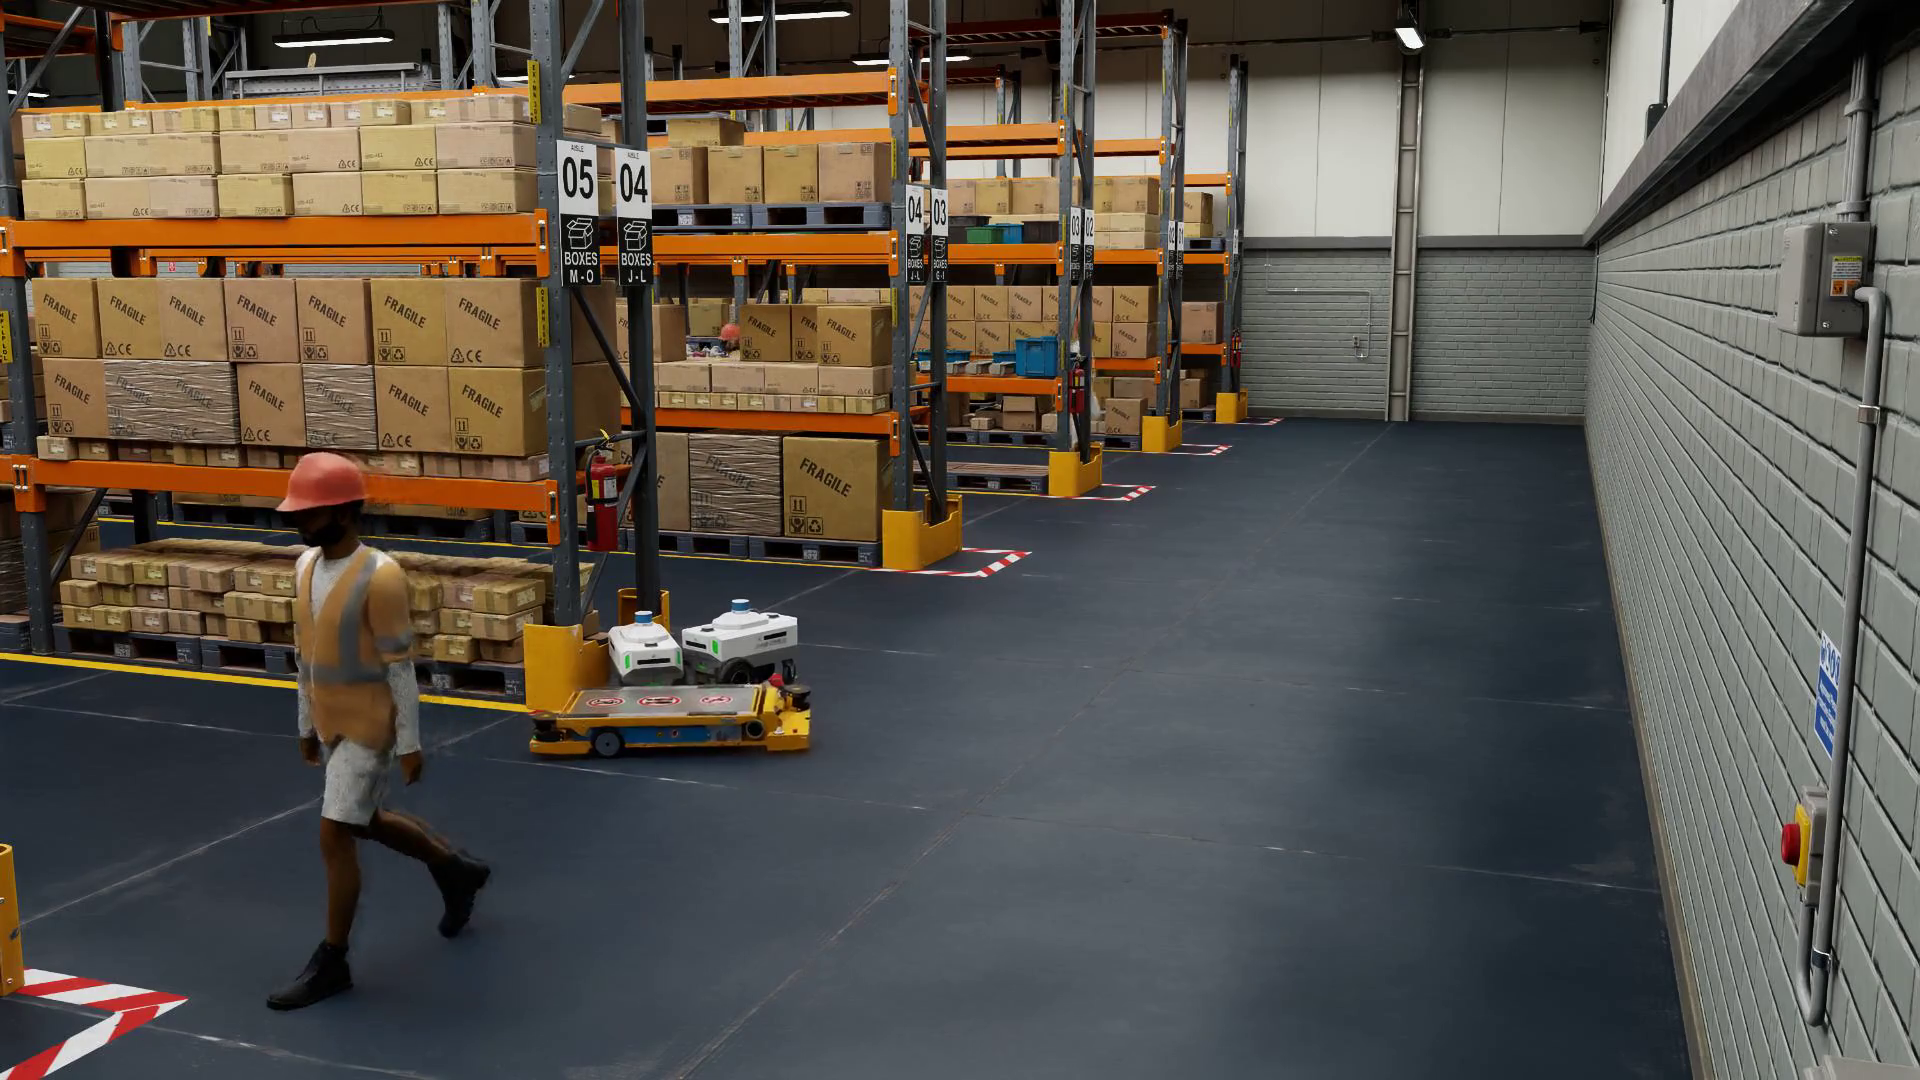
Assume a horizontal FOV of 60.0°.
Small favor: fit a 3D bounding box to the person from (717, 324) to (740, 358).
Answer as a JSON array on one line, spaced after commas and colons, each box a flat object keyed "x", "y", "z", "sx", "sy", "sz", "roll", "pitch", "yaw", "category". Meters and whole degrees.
[{"x": -2.485, "y": -1.470, "z": 18.797, "sx": 1.008, "sy": 1.950, "sz": 0.635, "roll": 2, "pitch": 9, "yaw": 15, "category": "person"}]

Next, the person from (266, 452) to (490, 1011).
[{"x": -2.077, "y": 0.620, "z": 5.899, "sx": 0.554, "sy": 1.909, "sz": 0.884, "roll": 7, "pitch": 11, "yaw": 37, "category": "person"}]

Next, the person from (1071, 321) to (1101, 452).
[{"x": 1.716, "y": -2.106, "z": 22.997, "sx": 0.432, "sy": 1.866, "sz": 0.601, "roll": 4, "pitch": 10, "yaw": 21, "category": "person"}]

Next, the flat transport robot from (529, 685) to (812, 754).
[{"x": -1.520, "y": 0.950, "z": 8.897, "sx": 1.431, "sy": 0.197, "sz": 0.652, "roll": -1, "pitch": 9, "yaw": -4, "category": "flat transport robot"}]

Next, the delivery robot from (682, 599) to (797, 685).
[{"x": -1.305, "y": 0.597, "z": 9.928, "sx": 0.477, "sy": 0.478, "sz": 0.707, "roll": 8, "pitch": 12, "yaw": 40, "category": "delivery robot"}]

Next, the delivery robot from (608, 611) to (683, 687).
[{"x": -1.817, "y": 0.652, "z": 9.584, "sx": 0.477, "sy": 0.478, "sz": 0.707, "roll": -3, "pitch": 10, "yaw": -19, "category": "delivery robot"}]
